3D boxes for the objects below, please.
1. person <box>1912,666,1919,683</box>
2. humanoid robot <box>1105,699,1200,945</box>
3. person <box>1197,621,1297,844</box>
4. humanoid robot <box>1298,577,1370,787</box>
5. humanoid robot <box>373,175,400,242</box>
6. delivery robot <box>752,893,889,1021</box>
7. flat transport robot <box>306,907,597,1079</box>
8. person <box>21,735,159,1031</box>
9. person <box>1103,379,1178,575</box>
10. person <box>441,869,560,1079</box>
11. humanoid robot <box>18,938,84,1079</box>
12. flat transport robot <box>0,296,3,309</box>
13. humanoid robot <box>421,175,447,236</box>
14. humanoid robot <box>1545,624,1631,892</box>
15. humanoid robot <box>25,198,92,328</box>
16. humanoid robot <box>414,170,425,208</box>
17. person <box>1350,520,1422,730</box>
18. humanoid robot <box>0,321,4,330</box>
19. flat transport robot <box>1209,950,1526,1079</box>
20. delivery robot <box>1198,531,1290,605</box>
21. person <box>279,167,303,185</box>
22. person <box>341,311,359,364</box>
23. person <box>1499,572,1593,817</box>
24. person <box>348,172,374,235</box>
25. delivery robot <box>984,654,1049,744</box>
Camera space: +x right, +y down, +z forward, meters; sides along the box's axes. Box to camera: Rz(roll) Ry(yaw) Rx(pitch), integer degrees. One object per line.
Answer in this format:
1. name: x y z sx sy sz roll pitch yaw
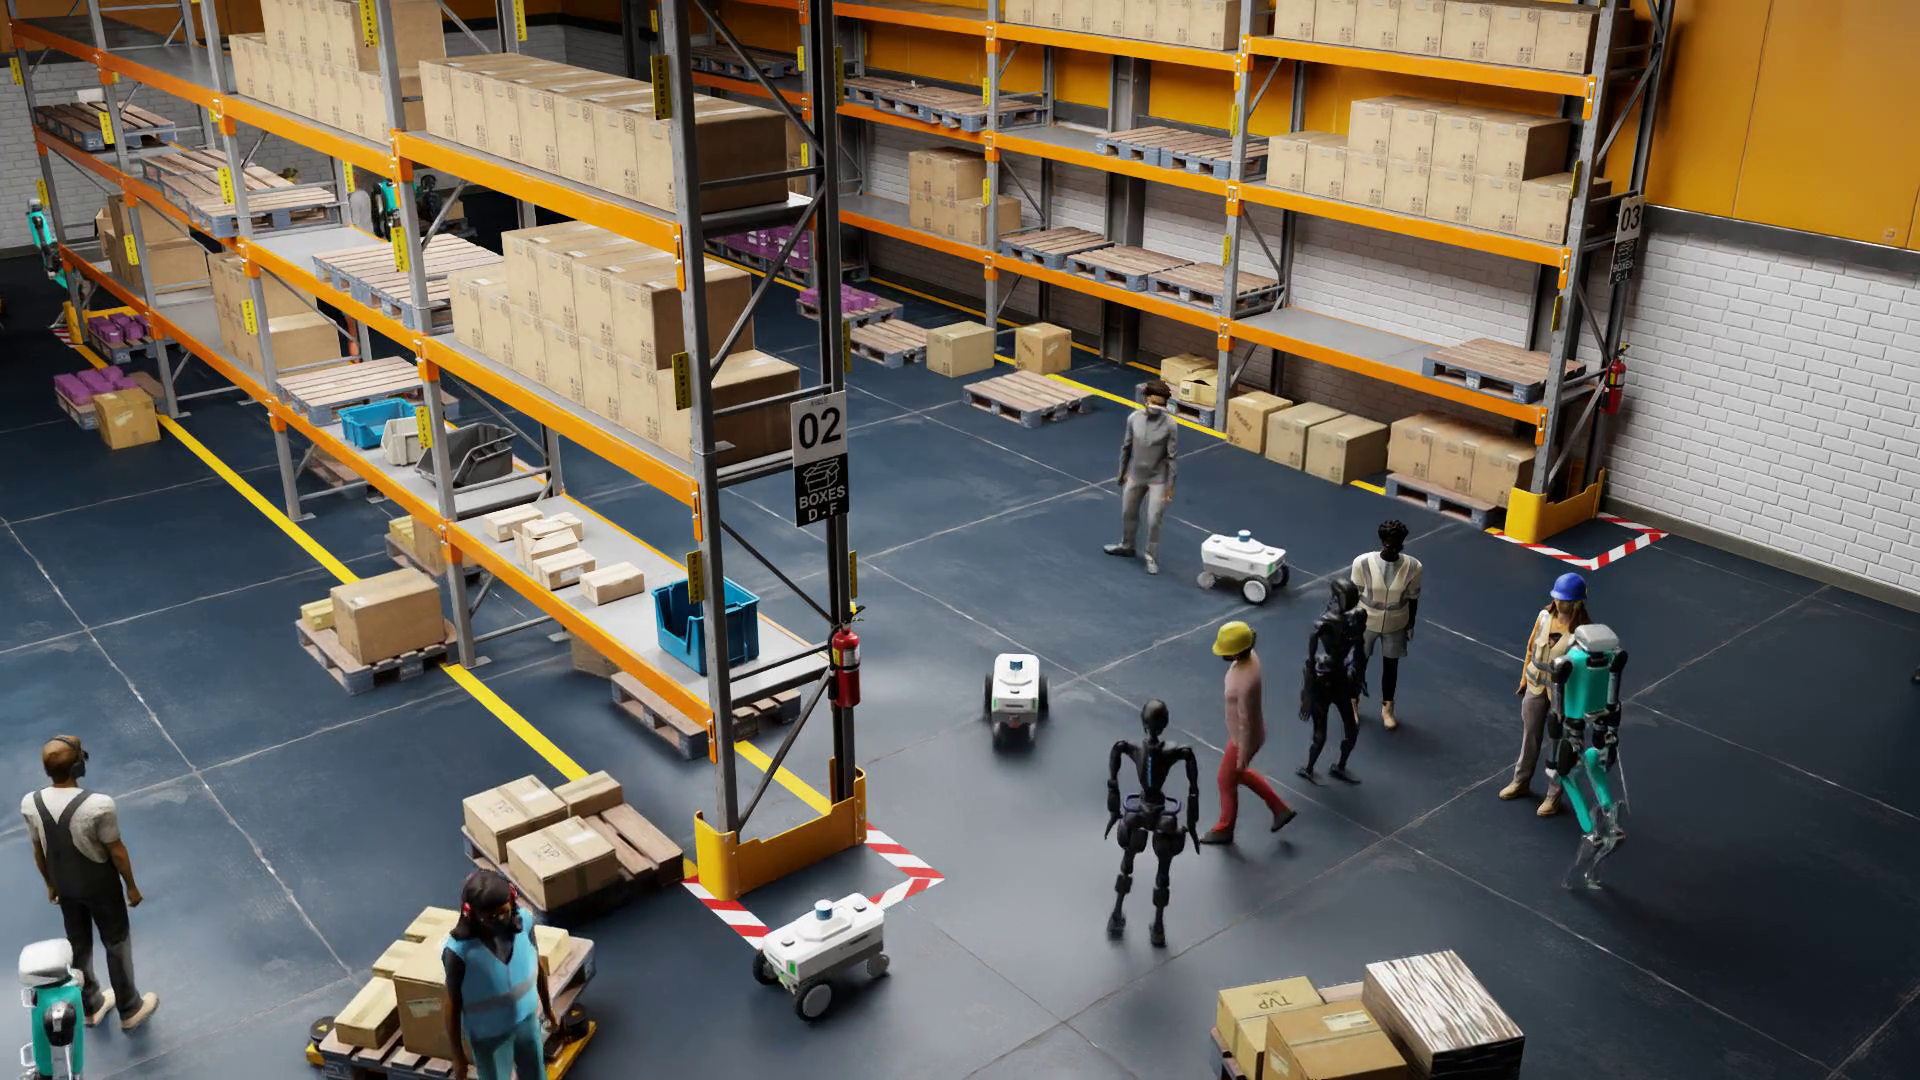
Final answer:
1. person: 7.817 0.263 12.954 0.547 1.924 0.387 13 27 27
2. humanoid robot: 1.151 1.687 9.960 0.583 1.639 0.331 5 24 12
3. person: 1.897 1.270 10.857 0.579 1.719 0.587 4 24 9
4. humanoid robot: 2.609 0.991 11.584 0.590 1.637 0.470 -16 28 -32
5. humanoid robot: -8.060 -4.467 23.972 0.533 1.673 0.735 -12 26 -25
6. delivery robot: -0.795 2.386 9.748 0.788 0.587 0.499 -18 29 -36
7. flat transport robot: -2.829 2.756 9.261 1.431 0.231 0.659 6 24 14
8. person: -4.827 1.914 9.241 0.509 1.836 0.363 1 23 2
9. person: 1.643 -0.605 15.046 0.736 1.865 0.435 14 27 29
10. person: -2.254 2.376 8.144 0.441 1.855 0.571 21 31 40
11. humanoid robot: -4.295 2.679 7.610 0.760 1.775 0.548 -13 27 -28
12. flat transport robot: -14.163 -3.234 23.133 1.431 0.231 0.659 -10 25 -22
13. humanoid robot: -7.686 -4.501 24.279 0.381 1.650 0.610 -7 24 -17
14. humanoid robot: 4.015 1.454 10.464 0.530 1.820 0.705 -8 25 -18
15. humanoid robot: -12.090 -3.763 22.529 0.871 1.785 0.548 -14 27 -30
16. humanoid robot: -9.341 -6.121 28.110 0.761 1.897 0.544 9 25 21
17. person: 3.144 0.622 12.409 0.531 1.694 0.320 3 23 6
18. humanoid robot: -12.007 -2.730 20.220 0.613 1.627 0.753 -10 25 -23
19. flat transport robot: 2.019 3.001 8.694 0.659 0.231 1.431 -6 24 -13
20. delivery robot: 2.519 0.202 14.792 0.768 0.576 0.499 14 27 30
21. person: -9.493 -4.418 23.866 0.526 1.856 0.579 -14 27 -30
22. person: -7.338 -2.771 20.172 0.322 1.765 0.488 -8 25 -17
23. person: 4.034 1.035 11.338 0.306 1.781 0.462 -19 30 -36
24. person: -8.562 -4.247 23.442 0.721 1.880 0.669 1 23 2
25. delivery robot: 0.424 1.161 12.613 0.499 0.610 0.814 1 23 3
